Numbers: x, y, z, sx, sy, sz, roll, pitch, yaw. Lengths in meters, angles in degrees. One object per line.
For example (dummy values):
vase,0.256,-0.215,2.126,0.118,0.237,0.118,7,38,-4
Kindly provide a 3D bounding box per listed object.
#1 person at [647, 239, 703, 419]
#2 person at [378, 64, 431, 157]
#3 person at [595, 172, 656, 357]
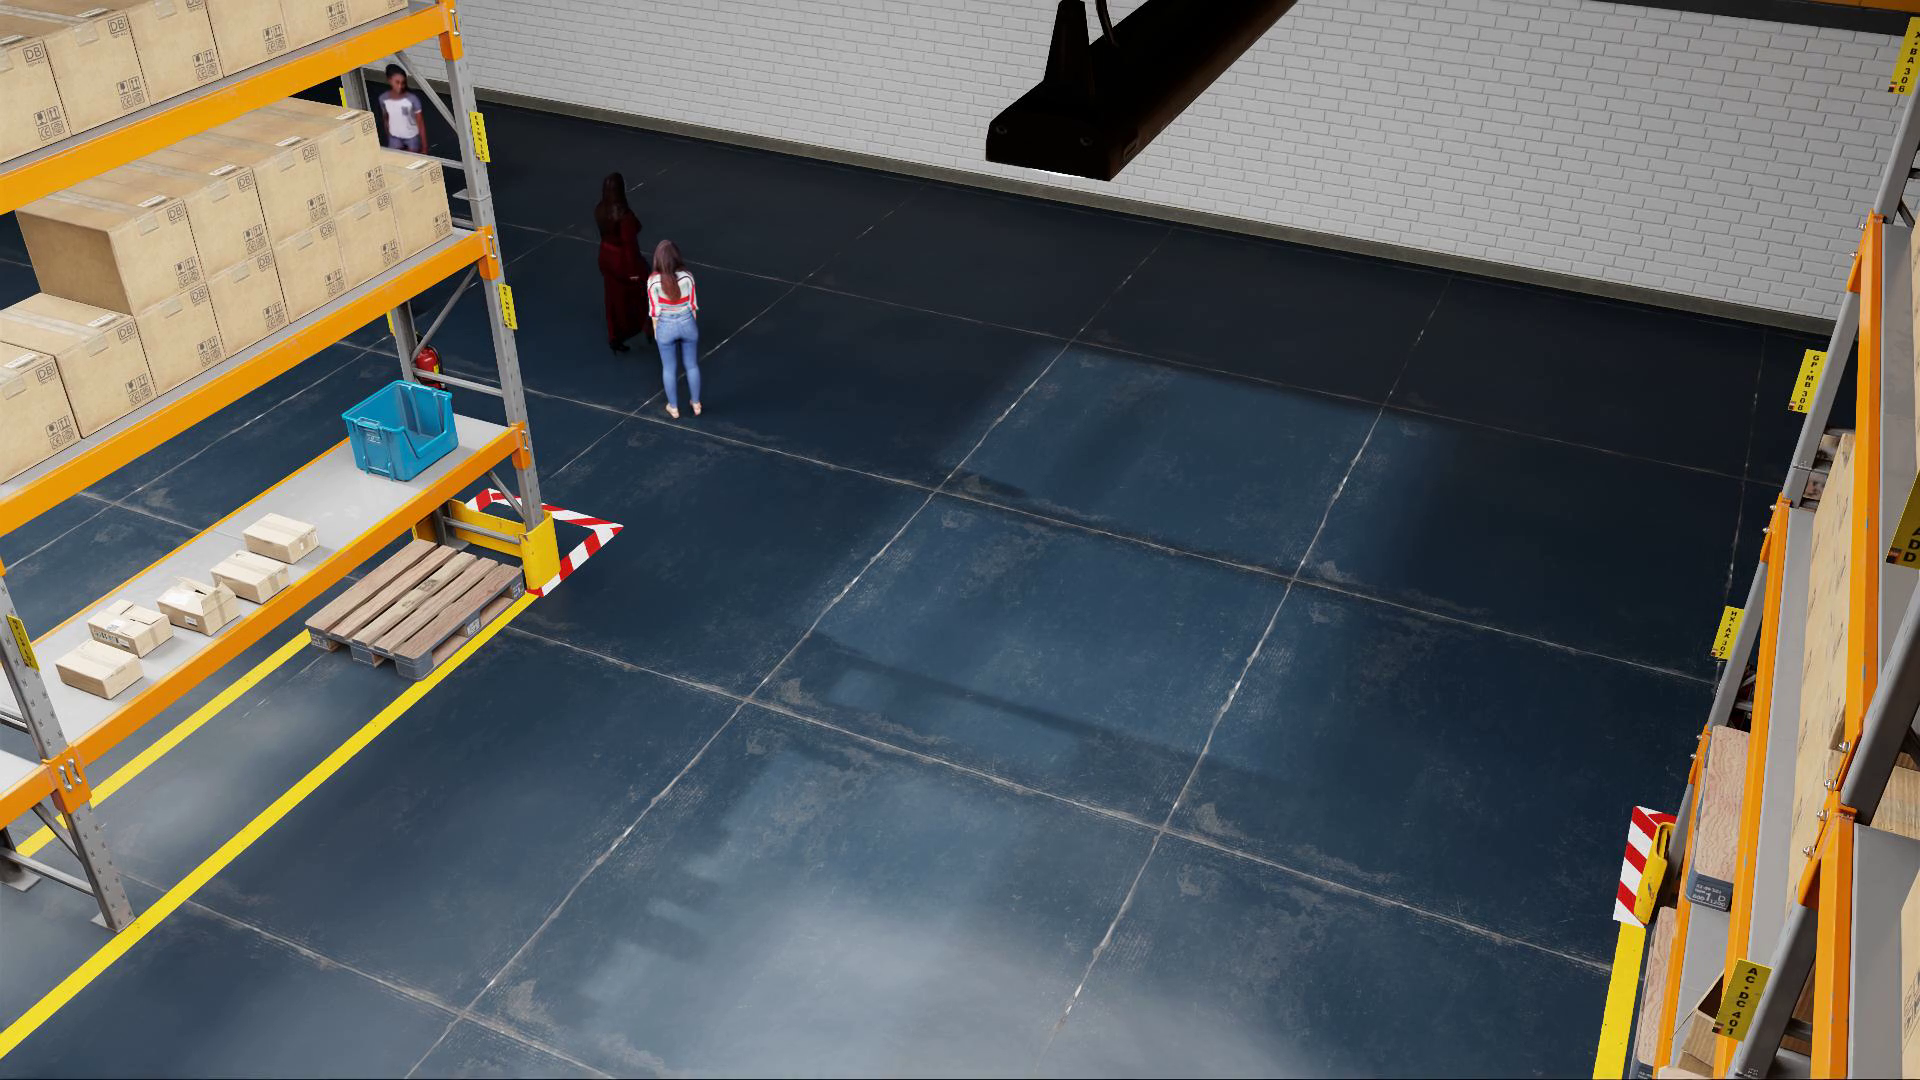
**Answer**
person,-2.437,-1.822,14.314,0.655,1.612,0.697,-8,35,-12
person,-5.971,-4.299,17.961,0.756,1.701,0.799,5,34,7
person,-3.150,-2.467,15.174,0.789,1.735,0.883,25,41,32
